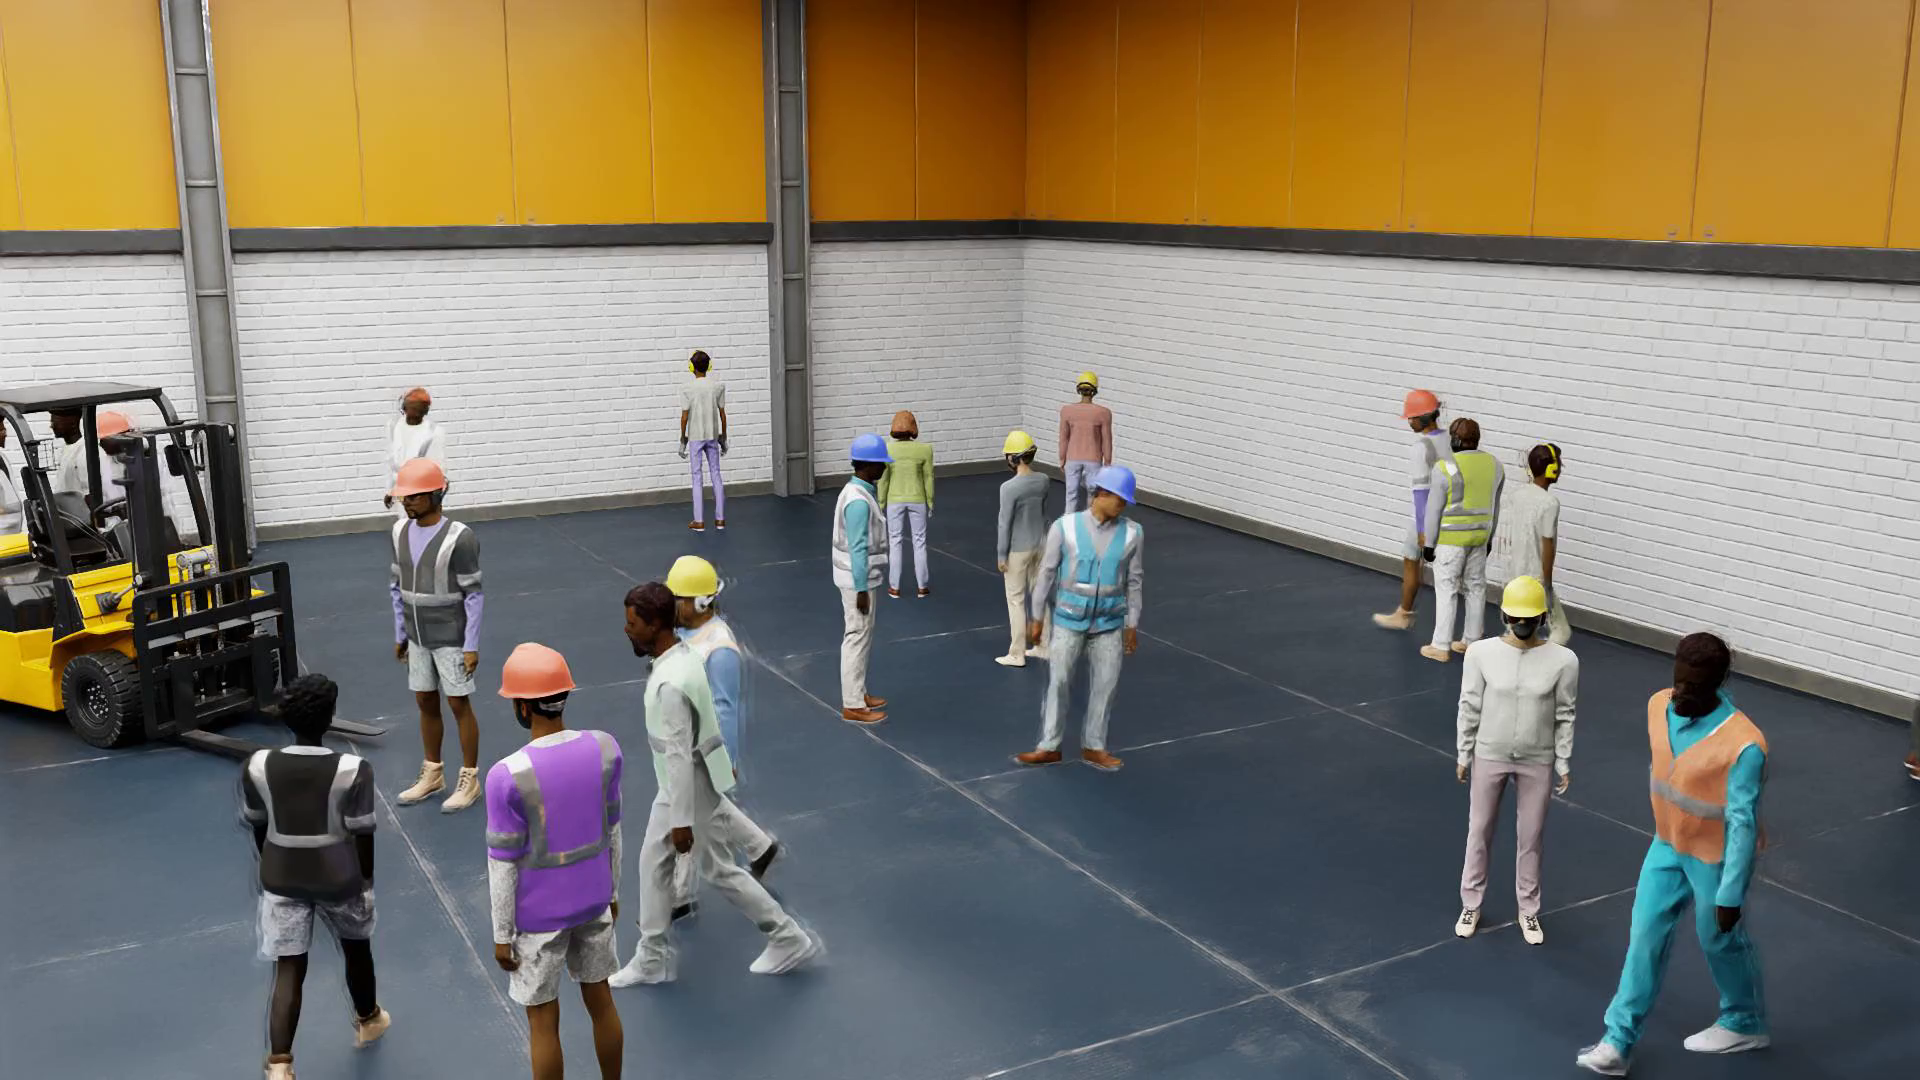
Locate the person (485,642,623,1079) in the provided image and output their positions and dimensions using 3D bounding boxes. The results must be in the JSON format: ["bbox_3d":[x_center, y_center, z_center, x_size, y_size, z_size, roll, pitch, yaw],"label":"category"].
[{"bbox_3d":[-1.478,1.314,6.068,0.387,1.930,0.545,12,17,43],"label":"person"}]

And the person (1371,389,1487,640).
[{"bbox_3d":[3.764,-0.183,13.008,0.734,1.992,0.944,-10,16,-39],"label":"person"}]

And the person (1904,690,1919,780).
[{"bbox_3d":[5.918,0.522,9.922,0.315,1.869,0.530,6,13,24],"label":"person"}]

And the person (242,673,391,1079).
[{"bbox_3d":[-2.554,1.353,6.539,0.536,1.668,0.828,-1,12,-3],"label":"person"}]

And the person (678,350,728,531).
[{"bbox_3d":[-2.655,-1.025,17.184,0.535,1.864,0.309,-6,13,-27],"label":"person"}]

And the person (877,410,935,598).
[{"bbox_3d":[-0.466,-0.309,14.367,0.498,1.633,0.278,-1,12,-3],"label":"person"}]

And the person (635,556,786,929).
[{"bbox_3d":[-1.226,0.945,8.101,0.815,1.812,0.593,-6,14,-28],"label":"person"}]

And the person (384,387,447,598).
[{"bbox_3d":[-4.643,-0.386,14.240,0.646,1.860,0.347,5,13,20],"label":"person"}]

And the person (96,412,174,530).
[{"bbox_3d":[-6.242,-0.041,12.553,0.565,1.871,1.017,4,13,19],"label":"person"}]

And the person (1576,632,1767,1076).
[{"bbox_3d":[2.887,1.259,6.556,0.985,1.834,0.606,-4,13,-20],"label":"person"}]

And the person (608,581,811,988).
[{"bbox_3d":[-1.128,1.081,7.329,0.931,1.874,0.610,-3,12,-14],"label":"person"}]

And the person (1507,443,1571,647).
[{"bbox_3d":[3.881,0.271,11.139,0.544,1.848,0.571,-3,13,-16],"label":"person"}]

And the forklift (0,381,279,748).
[{"bbox_3d":[-5.853,0.085,11.199,2.313,2.155,1.214,7,14,28],"label":"forklift"}]

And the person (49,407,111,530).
[{"bbox_3d":[-6.773,-0.146,12.852,0.374,1.962,0.606,-9,15,-38],"label":"person"}]

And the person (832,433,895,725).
[{"bbox_3d":[-0.638,0.250,11.039,0.421,1.939,0.616,0,12,-1],"label":"person"}]

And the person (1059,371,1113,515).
[{"bbox_3d":[1.228,-0.768,16.243,0.531,1.755,0.343,3,12,15],"label":"person"}]

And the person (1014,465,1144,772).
[{"bbox_3d":[0.712,0.490,10.021,0.778,1.910,0.376,-1,12,-6],"label":"person"}]

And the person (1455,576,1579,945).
[{"bbox_3d":[2.595,1.028,7.794,0.531,1.768,0.311,3,12,14],"label":"person"}]

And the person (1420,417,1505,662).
[{"bbox_3d":[3.742,-0.003,12.465,0.624,1.838,0.430,-5,13,-20],"label":"person"}]

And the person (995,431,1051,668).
[{"bbox_3d":[0.456,0.066,12.328,0.528,1.761,0.339,-12,17,-44],"label":"person"}]

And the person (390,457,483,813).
[{"bbox_3d":[-2.981,0.540,9.424,0.609,2.043,0.397,6,13,25],"label":"person"}]
